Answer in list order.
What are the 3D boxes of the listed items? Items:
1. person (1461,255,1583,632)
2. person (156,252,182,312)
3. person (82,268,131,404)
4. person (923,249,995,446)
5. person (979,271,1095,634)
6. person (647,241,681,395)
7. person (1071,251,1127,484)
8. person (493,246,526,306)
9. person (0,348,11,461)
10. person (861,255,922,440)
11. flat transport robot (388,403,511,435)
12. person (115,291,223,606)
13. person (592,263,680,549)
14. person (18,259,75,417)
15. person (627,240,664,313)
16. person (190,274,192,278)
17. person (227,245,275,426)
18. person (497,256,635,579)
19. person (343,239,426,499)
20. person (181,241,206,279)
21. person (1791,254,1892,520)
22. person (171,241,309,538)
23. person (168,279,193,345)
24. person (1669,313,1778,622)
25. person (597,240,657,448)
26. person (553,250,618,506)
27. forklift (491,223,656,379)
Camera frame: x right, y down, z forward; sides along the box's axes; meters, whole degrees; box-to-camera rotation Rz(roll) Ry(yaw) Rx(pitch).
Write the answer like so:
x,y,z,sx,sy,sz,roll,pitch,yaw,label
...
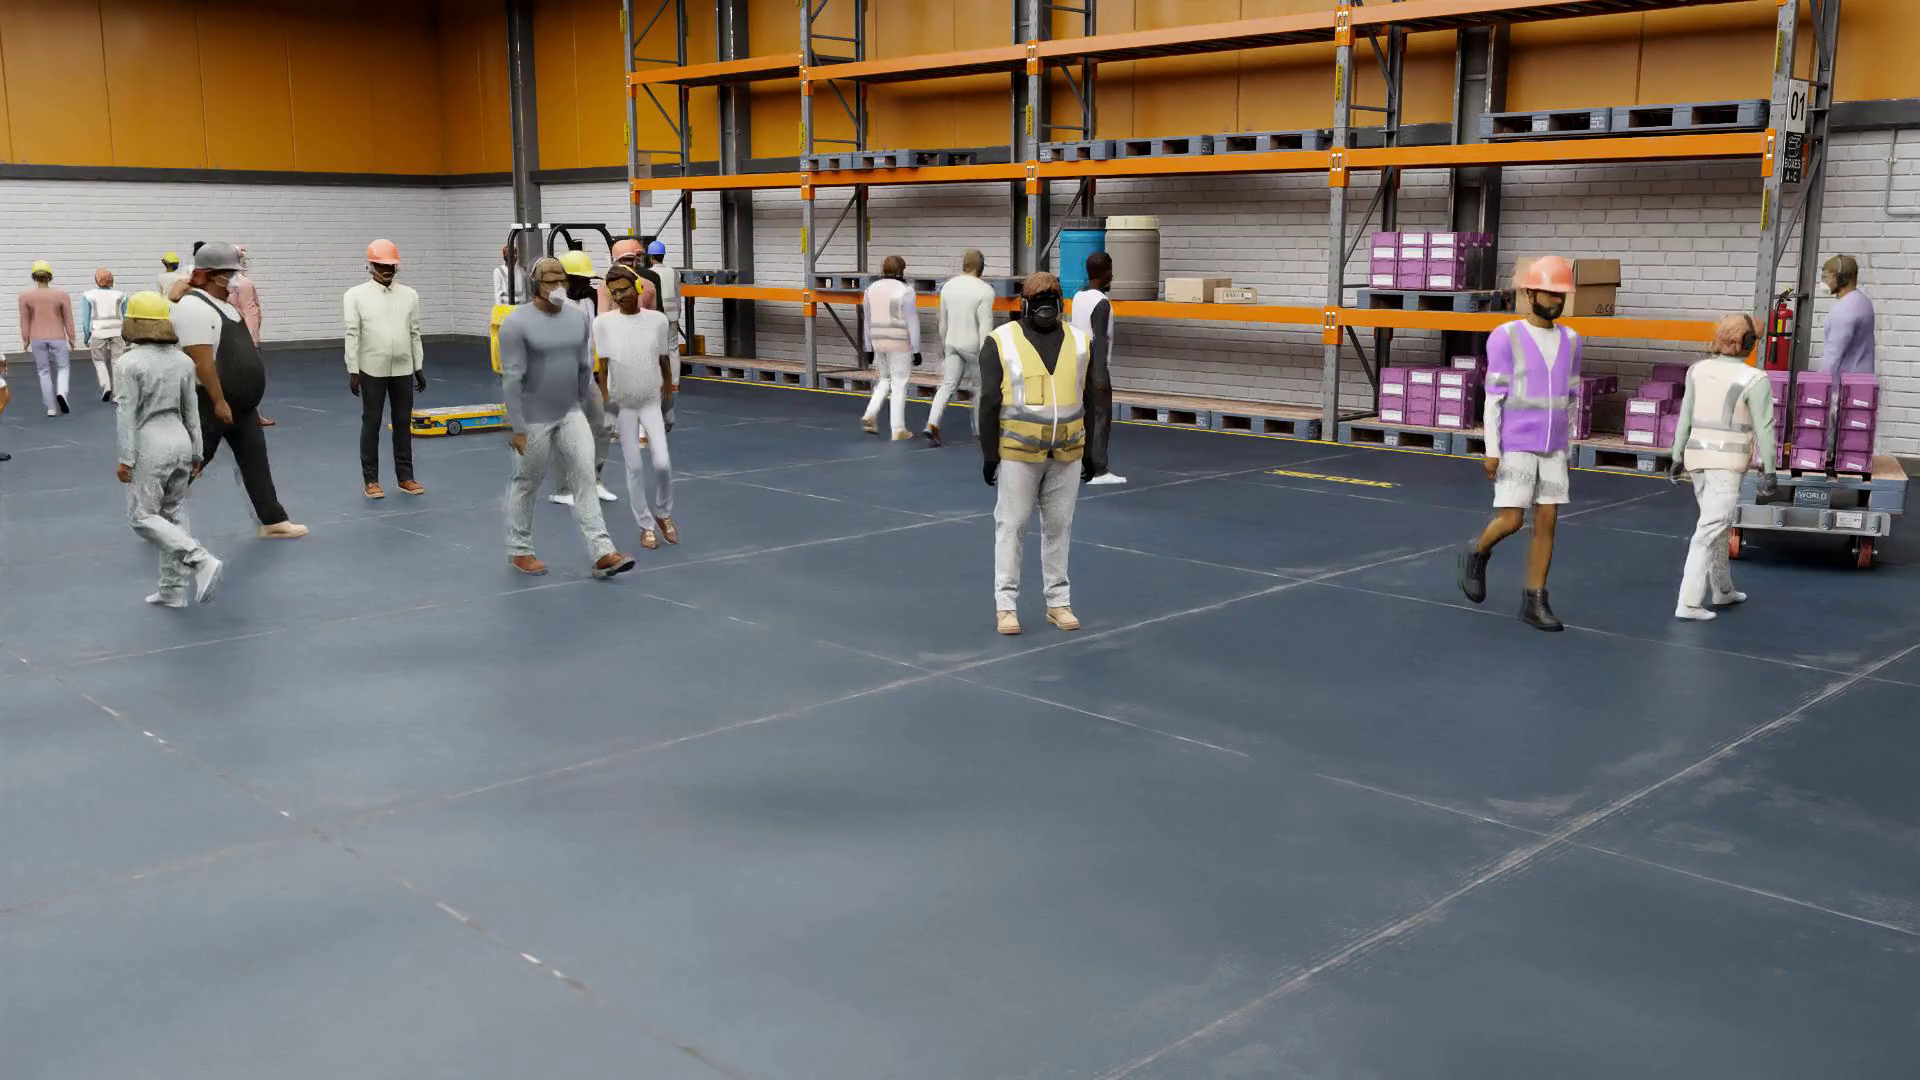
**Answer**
x,y,z,sx,sy,sz,roll,pitch,yaw,label
2.946,-0.511,8.646,0.557,1.925,0.630,-3,11,-15,person
-12.025,-3.515,25.461,0.523,1.769,0.320,4,11,19,person
-10.242,-2.447,20.000,0.541,1.624,0.372,-6,12,-30,person
0.022,-1.847,16.035,0.676,1.904,0.987,8,13,36,person
0.407,-0.440,8.486,0.633,1.841,0.429,-3,11,-17,person
-3.810,-2.815,21.147,0.605,1.949,0.400,-10,14,-42,person
1.021,-1.380,13.475,0.637,1.900,0.589,-3,11,-16,person
-6.617,-3.393,24.512,0.352,1.879,0.568,5,12,28,person
-8.718,-1.644,14.857,0.527,1.919,0.556,-4,11,-21,person
-0.667,-1.890,16.436,0.639,1.831,0.461,9,14,41,person
-5.111,-1.264,17.264,1.431,0.197,0.652,-10,14,-44,flat transport robot
-4.230,-0.464,8.915,0.578,1.731,0.486,4,11,20,person
-2.075,-0.847,10.697,0.524,1.839,0.421,-3,11,-15,person
-10.125,-2.225,18.461,0.532,1.756,0.520,-4,11,-23,person
-3.787,-2.471,19.221,0.639,1.954,0.958,-8,13,-38,person
-9.129,-2.457,20.084,0.520,1.627,0.459,-7,12,-32,person
-7.618,-2.160,17.671,0.651,1.913,0.410,8,13,36,person
-2.346,-0.693,9.719,0.990,1.888,0.653,9,14,40,person
-4.434,-1.322,12.882,0.623,1.989,0.401,-10,14,-42,person
-11.173,-3.442,24.614,0.463,1.929,0.662,6,12,29,person
6.216,-1.085,11.897,1.041,1.877,0.638,7,12,32,person
-4.932,-0.985,10.917,0.995,2.000,0.689,0,10,1,person
-7.196,-1.633,15.607,0.430,1.620,0.506,-8,13,-39,person
4.079,-0.378,8.751,0.733,1.607,0.549,-4,11,-21,person
-3.254,-1.896,16.078,0.659,1.960,0.910,-6,12,-31,person
-2.818,-1.191,12.388,0.590,1.903,0.632,4,11,19,person
-5.316,-3.263,22.920,2.313,2.155,1.214,-10,14,-44,forklift
